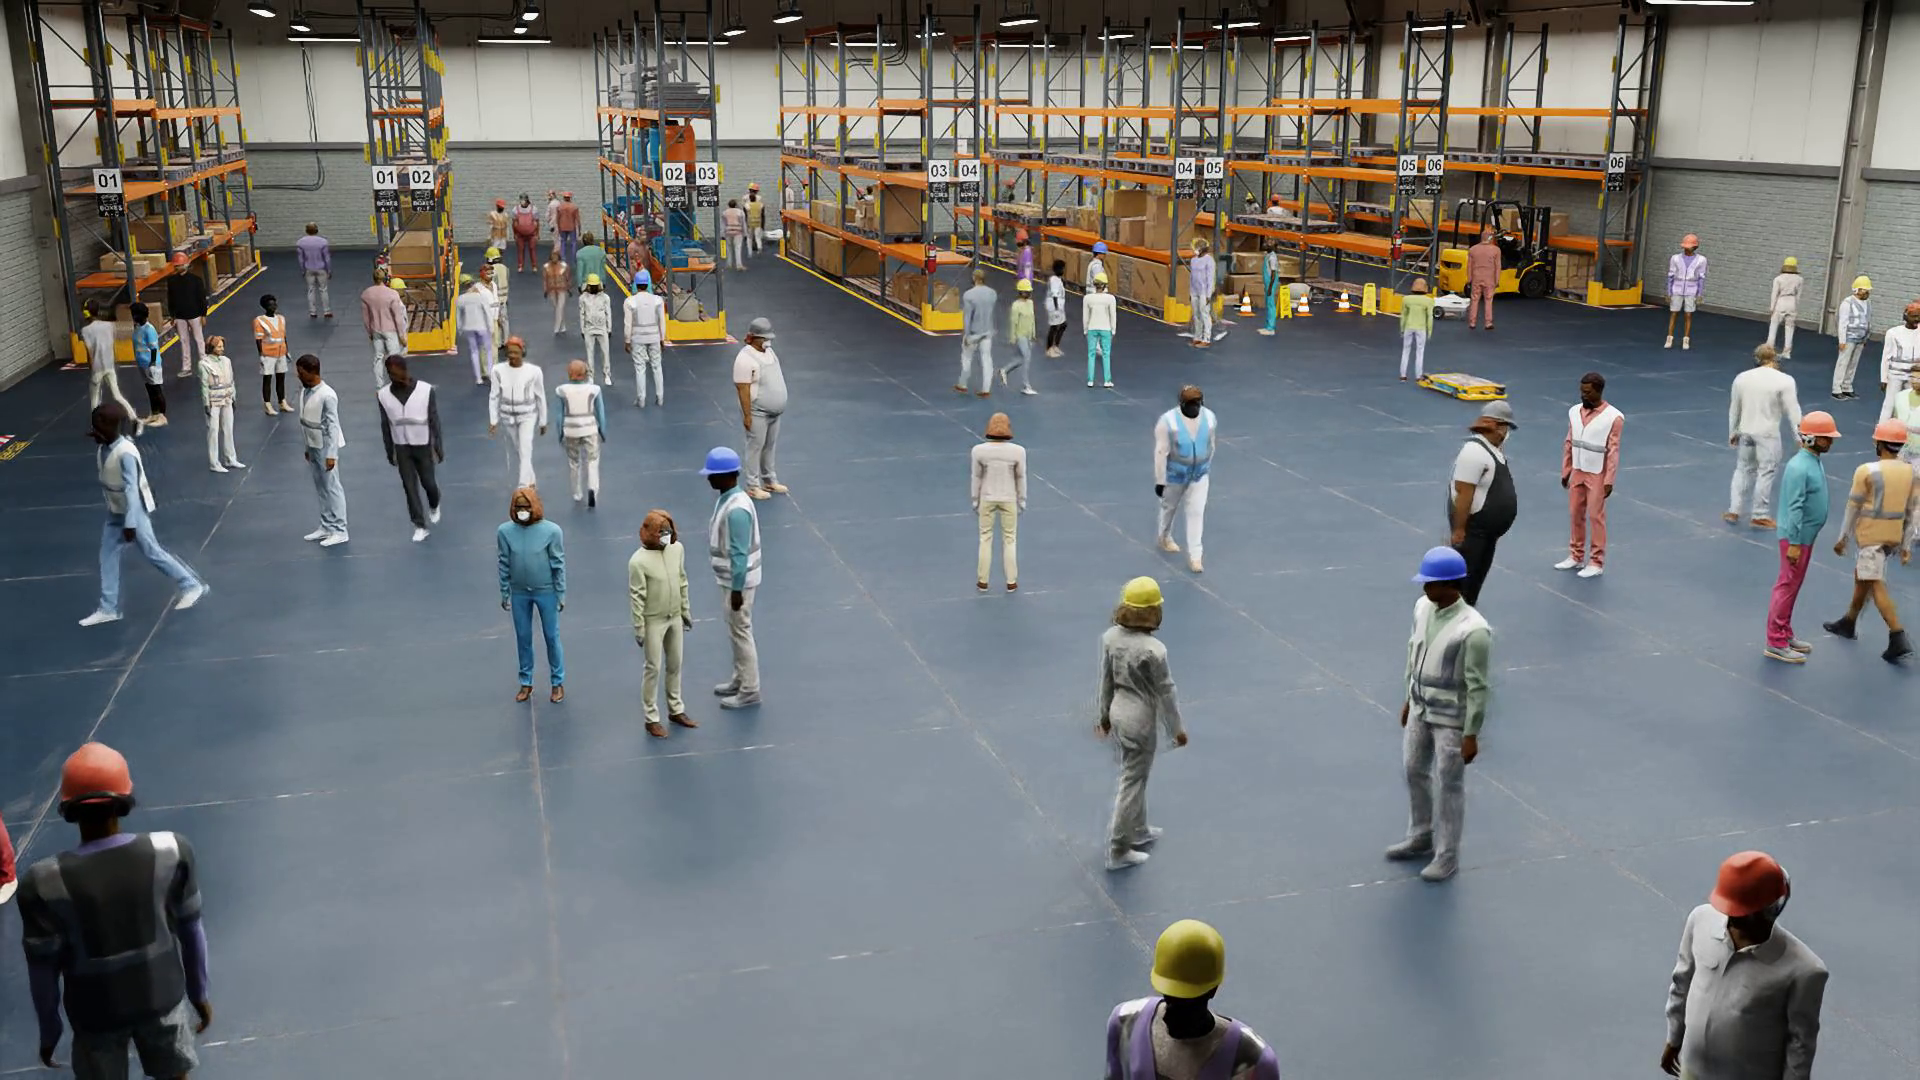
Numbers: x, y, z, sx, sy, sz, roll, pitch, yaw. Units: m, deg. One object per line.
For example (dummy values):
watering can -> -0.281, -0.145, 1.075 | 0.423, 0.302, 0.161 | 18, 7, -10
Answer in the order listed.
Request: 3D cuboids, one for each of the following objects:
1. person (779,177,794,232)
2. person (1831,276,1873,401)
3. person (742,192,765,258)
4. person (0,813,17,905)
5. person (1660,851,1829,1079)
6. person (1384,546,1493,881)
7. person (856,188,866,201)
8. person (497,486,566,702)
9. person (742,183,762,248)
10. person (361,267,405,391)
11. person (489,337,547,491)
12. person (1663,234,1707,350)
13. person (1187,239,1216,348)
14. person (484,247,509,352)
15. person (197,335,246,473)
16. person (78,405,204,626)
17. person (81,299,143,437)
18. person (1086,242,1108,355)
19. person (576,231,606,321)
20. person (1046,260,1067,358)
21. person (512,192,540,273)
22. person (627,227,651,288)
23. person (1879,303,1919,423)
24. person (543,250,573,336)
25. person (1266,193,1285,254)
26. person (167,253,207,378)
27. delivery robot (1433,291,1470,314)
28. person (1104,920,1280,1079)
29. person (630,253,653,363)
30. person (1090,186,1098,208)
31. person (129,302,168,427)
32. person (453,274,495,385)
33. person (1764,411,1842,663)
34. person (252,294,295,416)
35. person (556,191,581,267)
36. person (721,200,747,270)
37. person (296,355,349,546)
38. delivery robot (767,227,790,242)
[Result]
person -> -5.377, -10.210, 51.439 | 0.375, 1.997, 0.612 | -14, 21, -43
person -> 13.187, -2.974, 24.527 | 0.600, 1.829, 0.404 | -8, 17, -29
person -> -5.732, -8.753, 46.311 | 0.644, 1.821, 0.667 | -5, 16, -18
person -> -5.508, 1.177, 9.063 | 0.522, 1.756, 0.352 | 3, 15, 11
person -> 2.850, 1.948, 6.173 | 0.339, 1.742, 0.560 | -9, 18, -31
person -> 2.734, 0.972, 9.466 | 0.415, 1.942, 0.632 | -6, 16, -22
person -> -2.655, -8.530, 45.121 | 0.394, 1.994, 0.612 | 7, 16, 24
person -> -3.140, 0.397, 12.238 | 0.500, 1.627, 0.278 | 1, 15, 3
person -> -6.138, -9.598, 49.272 | 0.588, 1.927, 0.369 | -1, 15, -4
person -> -8.535, -3.074, 24.700 | 0.629, 1.940, 0.373 | 3, 15, 12
person -> -4.864, -1.322, 18.334 | 0.577, 1.834, 1.005 | 2, 15, 7
person -> 12.832, -4.384, 29.447 | 0.605, 2.034, 0.392 | 7, 17, 25
person -> 4.314, -4.404, 29.733 | 0.368, 1.932, 0.623 | -9, 17, -29
person -> -8.159, -4.225, 29.228 | 0.403, 1.837, 0.591 | 6, 16, 20
person -> -8.839, -1.624, 19.838 | 0.313, 1.634, 0.514 | 5, 16, 18
person -> -7.064, -0.252, 14.213 | 0.607, 1.877, 0.990 | 12, 19, 39
person -> -11.154, -2.233, 21.737 | 0.832, 1.842, 0.526 | 7, 16, 24
person -> 2.379, -4.194, 28.894 | 0.385, 1.949, 0.601 | -2, 15, -6
person -> -6.947, -4.846, 31.388 | 0.629, 1.933, 0.364 | -13, 20, -40
person -> 1.686, -3.967, 28.538 | 0.416, 1.679, 0.578 | 2, 15, 7
person -> -11.085, -7.859, 42.510 | 0.684, 2.000, 0.535 | -3, 15, -11
person -> -6.273, -5.194, 32.766 | 0.400, 1.900, 0.646 | 5, 16, 19
person -> 11.915, -2.054, 20.997 | 0.567, 1.878, 0.356 | 1, 15, 5
person -> -7.598, -4.693, 31.460 | 0.532, 1.589, 0.851 | 1, 15, 4
person -> 8.315, -8.147, 43.819 | 0.549, 1.925, 0.584 | -4, 15, -16
person -> -12.308, -3.577, 26.490 | 0.622, 1.990, 0.388 | 1, 15, 5
delivery robot -> 9.929, -4.779, 33.588 | 0.707, 0.478, 0.477 | 6, 16, 22
person -> 0.700, 2.089, 5.286 | 0.589, 1.930, 0.361 | 8, 17, 27
person -> -5.322, -3.891, 27.966 | 0.390, 1.838, 0.564 | -2, 15, -8
person -> 4.254, -10.478, 53.165 | 0.279, 1.627, 0.505 | -5, 16, -18
person -> -11.016, -2.381, 22.563 | 0.319, 1.692, 0.533 | -14, 20, -42
person -> -7.526, -3.258, 25.807 | 0.597, 1.714, 0.349 | -2, 15, -6
person -> 6.659, -0.038, 13.166 | 0.382, 1.993, 0.622 | 10, 18, 34
person -> -9.662, -2.608, 23.408 | 0.319, 1.697, 0.533 | 8, 17, 27
person -> -10.357, -8.238, 44.059 | 0.634, 1.980, 0.436 | 0, 15, -1
person -> -5.868, -7.930, 43.275 | 0.659, 1.800, 0.670 | 0, 15, 0
person -> -6.361, -0.906, 16.593 | 0.390, 1.913, 0.588 | -14, 20, -42
delivery robot -> -5.465, -9.216, 50.283 | 0.707, 0.478, 0.477 | 3, 15, 12
